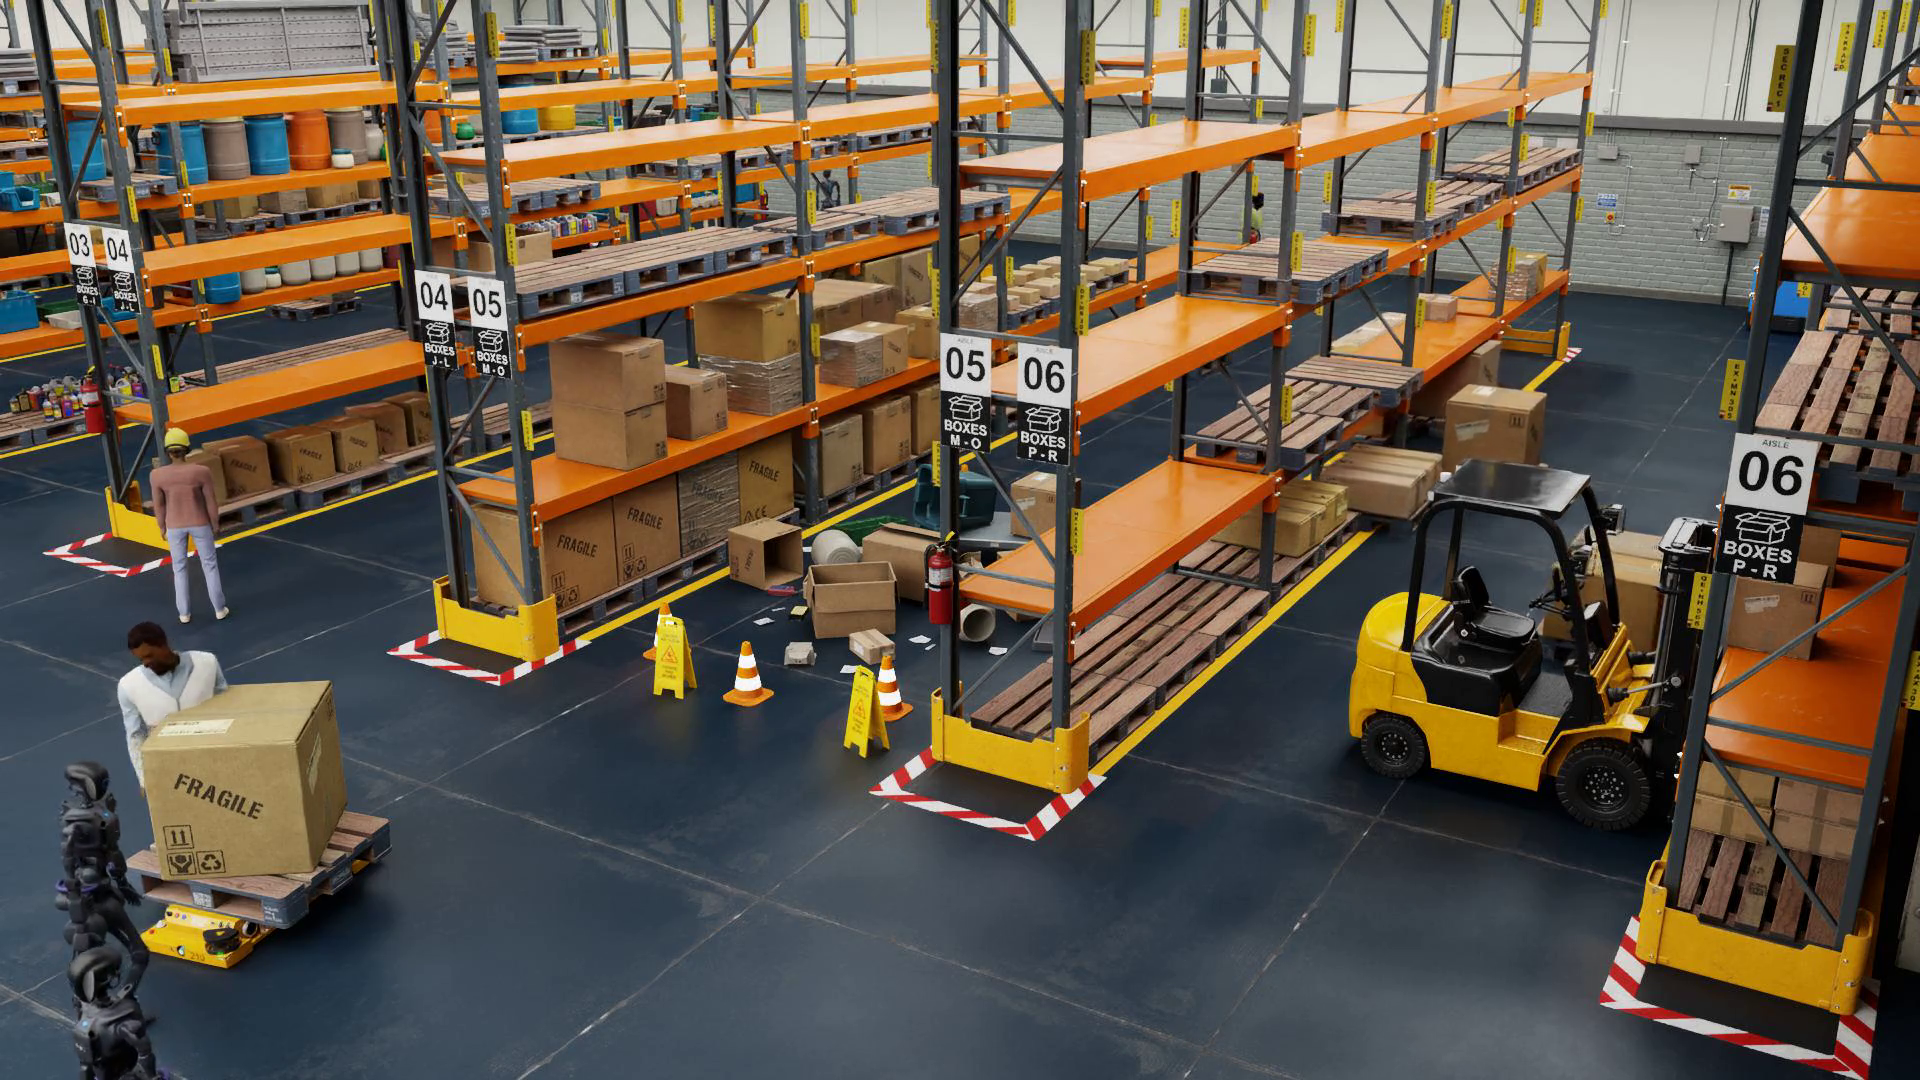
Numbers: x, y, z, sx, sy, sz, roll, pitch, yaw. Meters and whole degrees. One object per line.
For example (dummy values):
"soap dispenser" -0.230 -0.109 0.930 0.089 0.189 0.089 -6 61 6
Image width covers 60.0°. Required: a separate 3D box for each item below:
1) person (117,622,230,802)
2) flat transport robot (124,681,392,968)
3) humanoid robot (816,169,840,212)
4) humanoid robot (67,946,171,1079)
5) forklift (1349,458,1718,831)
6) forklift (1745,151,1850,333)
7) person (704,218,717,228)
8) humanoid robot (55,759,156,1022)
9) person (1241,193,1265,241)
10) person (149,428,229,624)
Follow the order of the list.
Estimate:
"person" -4.788 1.335 10.305 0.658 1.878 0.387 -15 24 -36
"flat transport robot" -4.346 2.161 10.368 0.659 0.231 1.431 6 20 18
"humanoid robot" -2.733 -6.849 34.330 0.585 1.623 0.774 -9 21 -25
"humanoid robot" -3.596 2.499 7.232 0.600 1.652 0.364 12 22 31
"forklift" 3.988 0.658 11.776 2.313 2.155 1.214 11 22 29
"forklift" 13.620 -4.667 26.137 1.873 2.768 1.129 11 22 29
"person" -5.236 -7.062 34.864 0.491 1.688 0.347 -6 20 -18
"humanoid robot" -4.596 1.936 8.856 0.326 1.645 0.609 -1 19 -4
"person" 5.366 -5.527 30.457 0.662 1.652 0.537 9 21 25
"person" -6.822 -0.129 14.714 0.519 1.758 0.339 -6 20 -16
